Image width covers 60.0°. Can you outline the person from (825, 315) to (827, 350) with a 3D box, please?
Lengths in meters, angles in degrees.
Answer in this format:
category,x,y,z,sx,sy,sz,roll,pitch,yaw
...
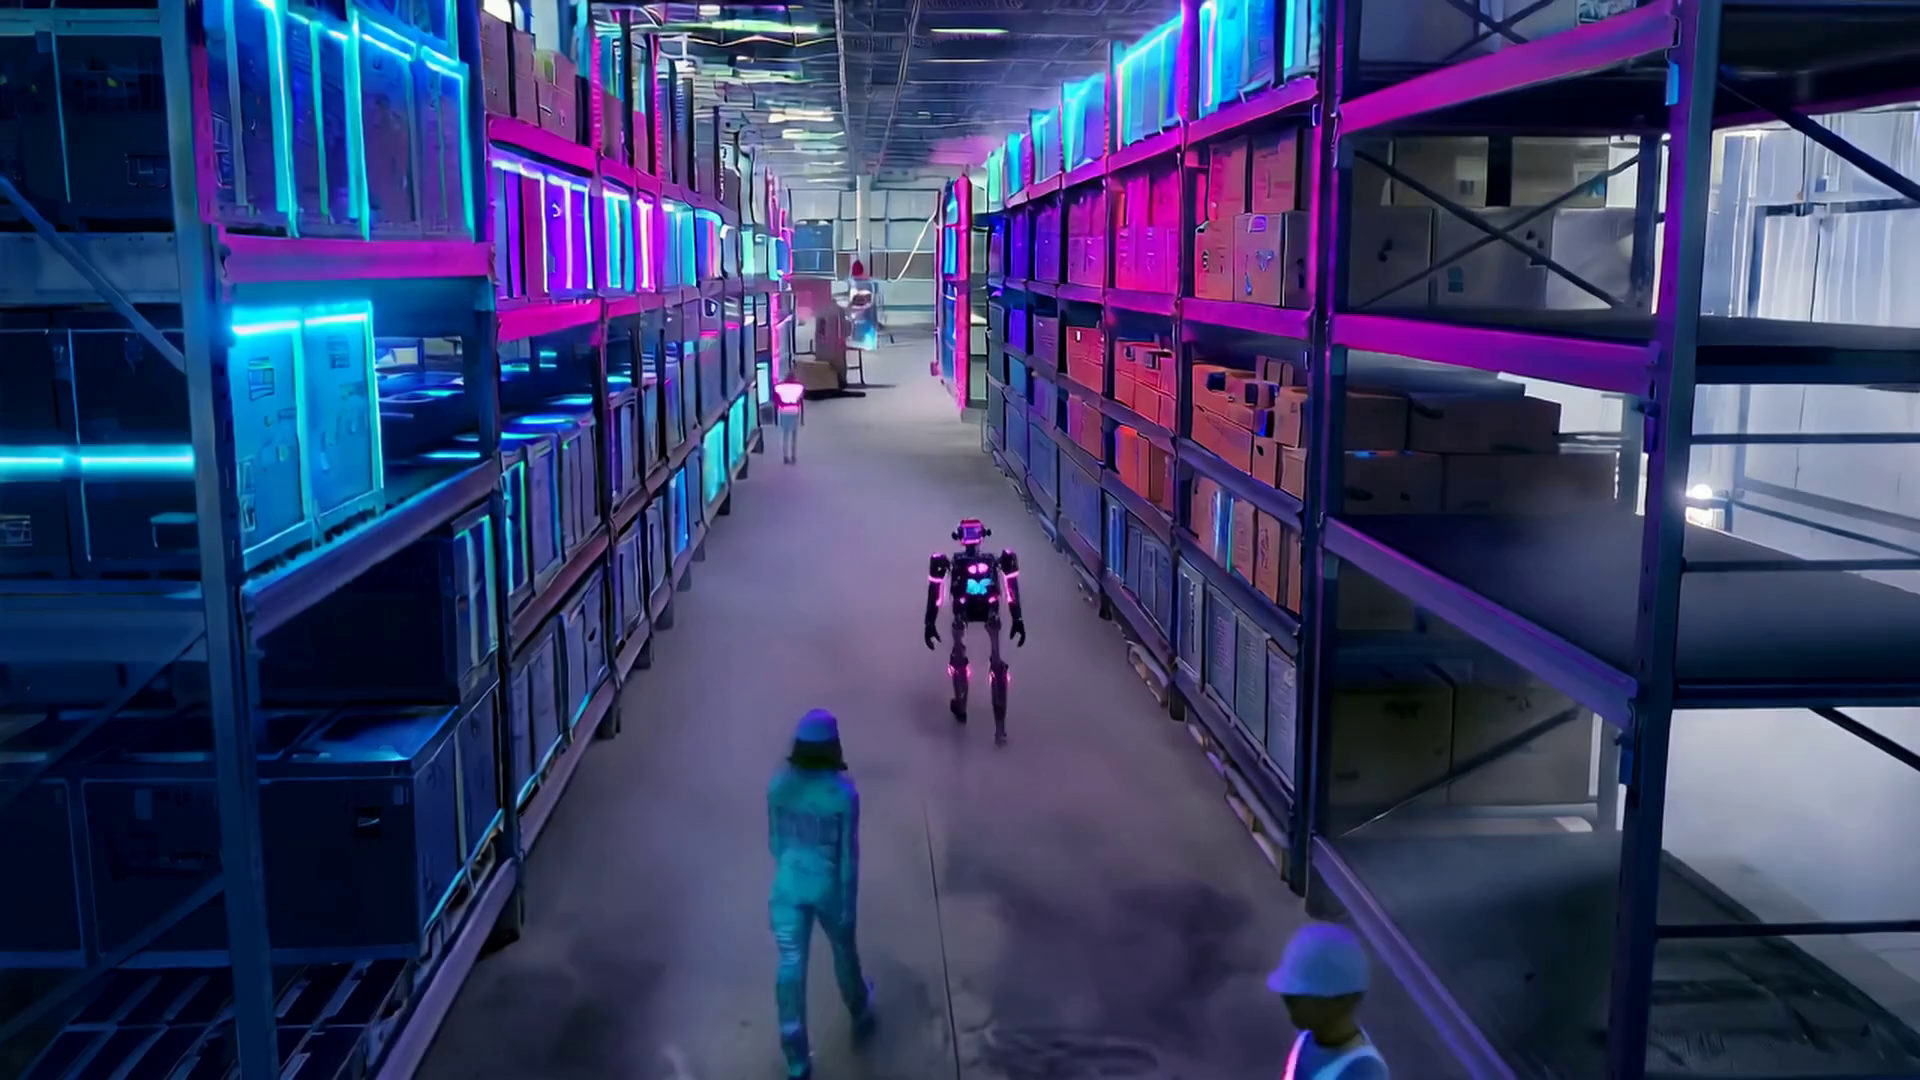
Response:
category,x,y,z,sx,sy,sz,roll,pitch,yaw
person,-4.974,-7.344,61.307,1.016,1.877,0.577,-5,11,-29

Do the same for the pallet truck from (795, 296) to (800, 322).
category,x,y,z,sx,sy,sz,roll,pitch,yaw
pallet truck,-8.622,-12.439,91.403,1.885,1.965,0.823,2,10,13

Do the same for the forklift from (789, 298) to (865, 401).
category,x,y,z,sx,sy,sz,roll,pitch,yaw
forklift,-3.733,-5.326,46.283,1.873,2.768,1.129,-5,11,-28

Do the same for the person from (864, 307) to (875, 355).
category,x,y,z,sx,sy,sz,roll,pitch,yaw
person,-3.744,-8.641,68.724,0.382,1.995,0.612,4,10,24

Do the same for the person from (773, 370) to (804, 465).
category,x,y,z,sx,sy,sz,roll,pitch,yaw
person,-3.267,-2.350,31.746,0.581,1.799,0.955,-1,10,-5

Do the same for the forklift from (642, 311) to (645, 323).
category,x,y,z,sx,sy,sz,roll,pitch,yaw
forklift,-10.315,-6.926,55.840,1.129,2.768,1.873,-1,10,-3

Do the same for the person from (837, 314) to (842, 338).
category,x,y,z,sx,sy,sz,roll,pitch,yaw
person,-5.115,-8.419,67.712,0.645,1.886,0.992,6,11,31

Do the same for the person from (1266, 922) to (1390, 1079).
category,x,y,z,sx,sy,sz,roll,pitch,yaw
person,1.127,2.059,5.006,0.522,1.927,0.561,-1,10,-6

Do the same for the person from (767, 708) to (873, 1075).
category,x,y,z,sx,sy,sz,roll,pitch,yaw
person,-0.681,1.652,8.102,0.481,1.698,0.862,2,10,12
